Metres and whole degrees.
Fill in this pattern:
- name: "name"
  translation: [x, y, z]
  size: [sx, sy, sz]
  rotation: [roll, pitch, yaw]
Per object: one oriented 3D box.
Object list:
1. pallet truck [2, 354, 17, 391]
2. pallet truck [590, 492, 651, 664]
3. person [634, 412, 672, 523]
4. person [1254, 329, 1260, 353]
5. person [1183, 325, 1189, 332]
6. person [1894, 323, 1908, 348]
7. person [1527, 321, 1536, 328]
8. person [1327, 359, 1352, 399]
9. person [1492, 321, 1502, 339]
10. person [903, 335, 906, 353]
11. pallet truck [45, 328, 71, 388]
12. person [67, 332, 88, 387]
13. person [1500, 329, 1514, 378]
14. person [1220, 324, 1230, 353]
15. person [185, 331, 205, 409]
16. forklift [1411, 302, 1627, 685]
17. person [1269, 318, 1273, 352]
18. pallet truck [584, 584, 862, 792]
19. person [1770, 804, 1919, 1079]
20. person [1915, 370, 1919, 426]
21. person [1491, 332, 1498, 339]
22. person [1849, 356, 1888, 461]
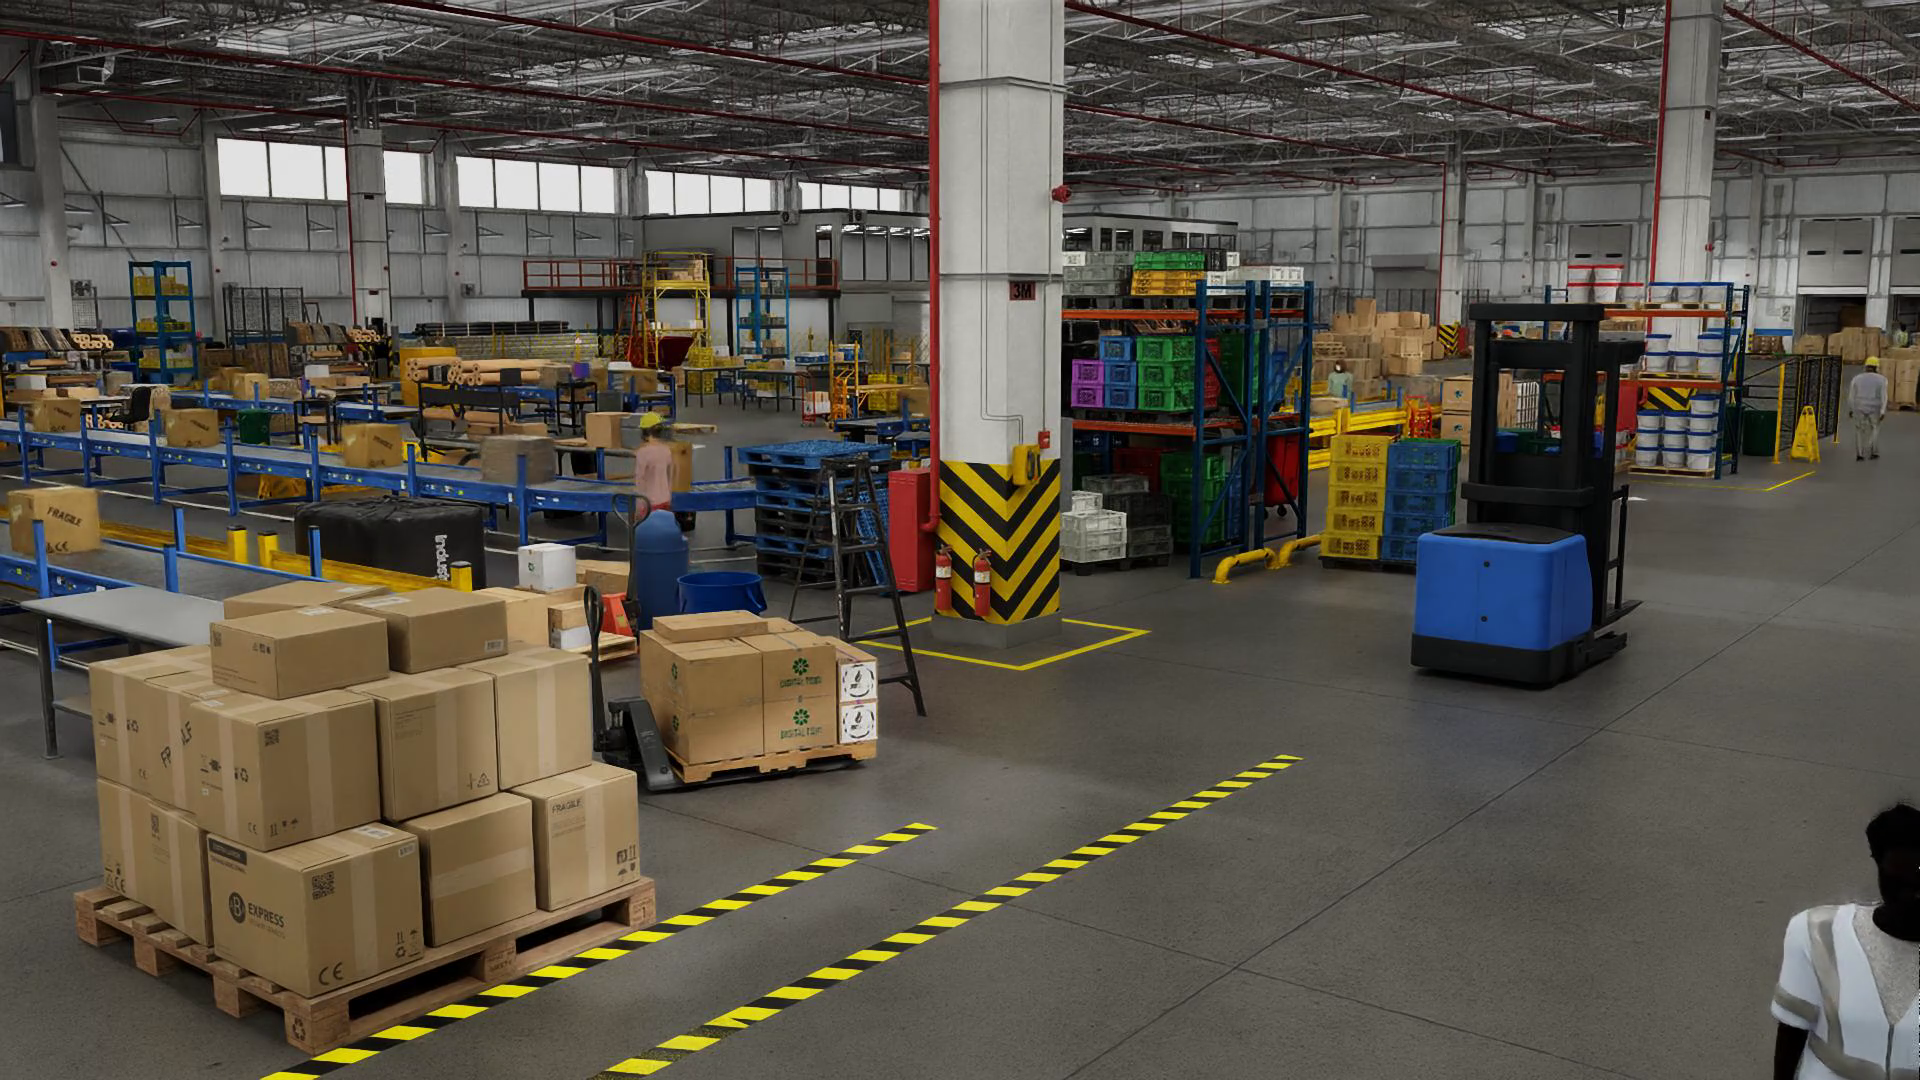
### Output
- name: "pallet truck"
  translation: [-24.881, -4.417, 42.634]
  size: [1.885, 1.965, 0.823]
  rotation: [8, 11, 41]
- name: "pallet truck"
  translation: [-3.115, 0.344, 12.883]
  size: [0.653, 1.274, 1.630]
  rotation: [7, 11, 37]
- name: "person"
  translation: [-2.952, -0.363, 16.133]
  size: [0.425, 1.750, 0.540]
  rotation: [4, 9, 26]
- name: "person"
  translation: [10.777, -6.909, 60.034]
  size: [0.685, 1.823, 0.517]
  rotation: [1, 8, 6]
- name: "person"
  translation: [7.296, -6.019, 53.866]
  size: [0.328, 1.872, 0.514]
  rotation: [4, 9, 26]
- name: "person"
  translation: [34.980, -7.157, 61.827]
  size: [0.646, 1.789, 0.977]
  rotation: [-3, 9, -21]
- name: "person"
  translation: [27.219, -9.808, 79.177]
  size: [0.604, 1.937, 0.402]
  rotation: [-6, 11, -37]
- name: "person"
  translation: [7.574, -2.815, 33.139]
  size: [0.504, 1.609, 0.664]
  rotation: [6, 10, 36]
- name: "person"
  translation: [25.678, -9.723, 79.461]
  size: [0.490, 1.703, 0.885]
  rotation: [-2, 9, -11]
- name: "person"
  translation: [-2.161, -8.370, 70.511]
  size: [0.496, 1.624, 0.287]
  rotation: [1, 9, 10]
- name: "pallet truck"
  translation: [-23.775, -4.544, 43.495]
  size: [1.885, 1.965, 0.823]
  rotation: [6, 10, 35]
- name: "person"
  translation: [-22.460, -4.316, 42.267]
  size: [0.652, 1.904, 0.404]
  rotation: [5, 10, 29]
- name: "person"
  translation: [14.785, -4.746, 45.039]
  size: [0.351, 1.942, 0.545]
  rotation: [6, 10, 34]
- name: "person"
  translation: [8.208, -5.634, 50.976]
  size: [0.642, 1.954, 0.451]
  rotation: [-1, 9, -10]
- name: "person"
  translation: [-19.165, -4.206, 41.282]
  size: [0.977, 1.993, 0.631]
  rotation: [-2, 9, -16]
- name: "forklift"
  translation: [4.379, -0.438, 12.852]
  size: [1.129, 2.768, 1.873]
  rotation: [7, 11, 37]
- name: "person"
  translation: [13.624, -8.816, 72.804]
  size: [0.948, 1.840, 0.617]
  rotation: [2, 9, 10]
- name: "pallet truck"
  translation: [-1.426, 0.805, 10.019]
  size: [1.601, 1.201, 0.680]
  rotation: [-4, 9, -26]
- name: "person"
  translation: [2.261, 1.459, 4.065]
  size: [0.556, 1.683, 0.371]
  rotation: [5, 10, 31]
- name: "person"
  translation: [17.159, -2.425, 29.256]
  size: [0.638, 1.978, 0.429]
  rotation: [7, 11, 38]
- name: "person"
  translation: [14.709, -4.877, 46.277]
  size: [0.515, 1.853, 0.706]
  rotation: [-7, 11, -38]
- name: "person"
  translation: [15.723, -2.267, 28.774]
  size: [0.608, 1.805, 0.724]
  rotation: [6, 11, 37]
